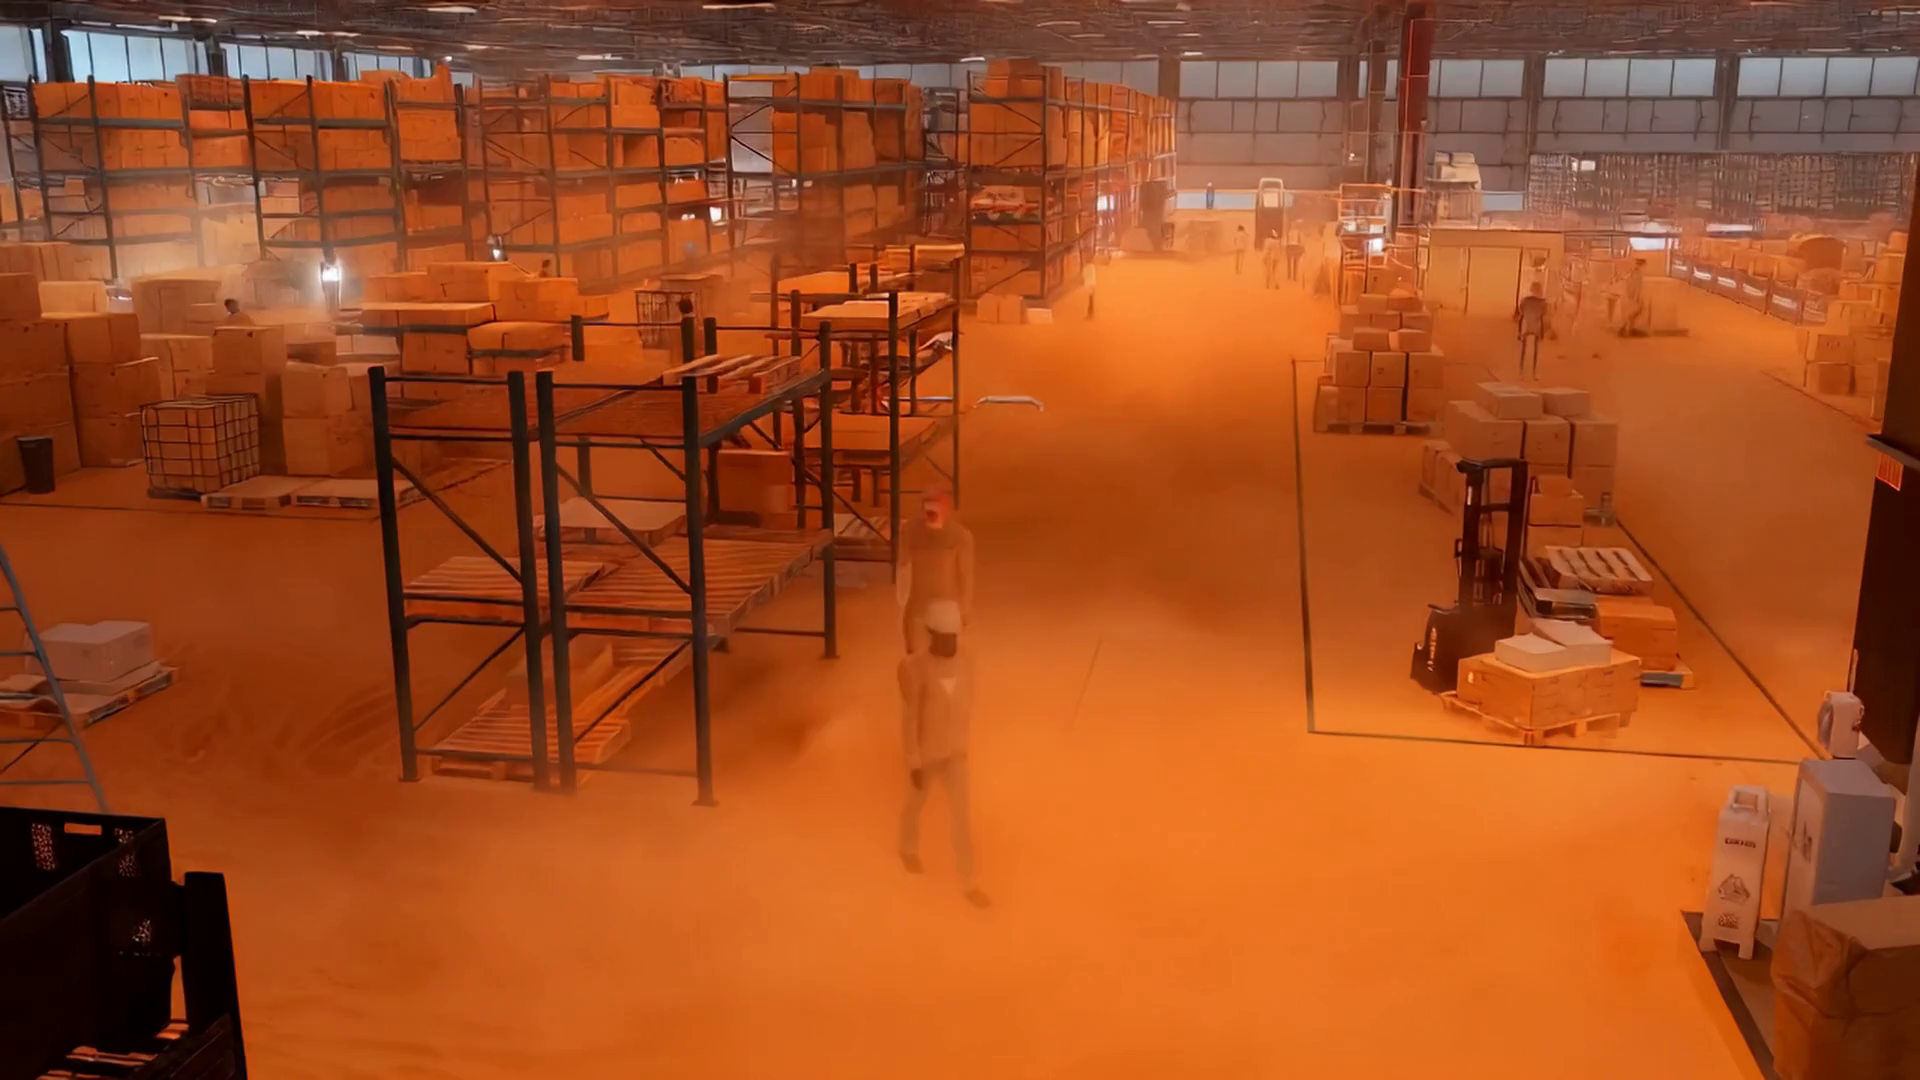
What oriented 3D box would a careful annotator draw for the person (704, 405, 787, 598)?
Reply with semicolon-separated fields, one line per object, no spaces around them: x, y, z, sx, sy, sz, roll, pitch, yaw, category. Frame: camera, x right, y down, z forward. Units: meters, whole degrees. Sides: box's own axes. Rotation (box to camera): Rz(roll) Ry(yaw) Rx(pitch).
-2.289;-0.424;16.655;1.040;2.000;0.687;8;16;30;person

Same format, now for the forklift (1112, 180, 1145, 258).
6.082;-11.722;60.796;1.873;2.768;1.129;2;14;9;forklift

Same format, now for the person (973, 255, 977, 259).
0.810;-10.991;60.483;0.836;1.601;0.512;6;15;23;person

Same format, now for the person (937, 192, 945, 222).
-0.994;-17.172;85.123;0.416;1.821;0.606;3;14;14;person

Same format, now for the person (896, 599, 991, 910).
-0.128;1.260;10.170;0.585;1.873;1.015;-7;15;-26;person

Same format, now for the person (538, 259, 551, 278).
-9.867;-5.925;39.874;0.641;1.614;0.512;-10;17;-36;person

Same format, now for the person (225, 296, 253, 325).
-12.022;-3.136;27.916;0.507;1.920;0.652;2;14;7;person

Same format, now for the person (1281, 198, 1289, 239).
14.063;-13.978;72.340;0.535;1.730;0.872;-2;14;-7;person

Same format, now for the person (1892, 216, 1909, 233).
30.968;-9.712;54.721;0.653;1.871;0.959;4;14;17;person

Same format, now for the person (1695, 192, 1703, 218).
35.830;-16.056;80.667;0.941;1.786;0.588;1;14;3;person

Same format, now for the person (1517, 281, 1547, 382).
10.683;-3.892;31.074;0.524;1.876;0.325;6;15;23;person

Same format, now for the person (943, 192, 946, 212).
-0.666;-19.146;93.150;0.681;1.810;0.676;-8;16;-28;person

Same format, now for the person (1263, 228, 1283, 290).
9.281;-8.357;49.389;0.593;1.795;0.908;0;14;0;person

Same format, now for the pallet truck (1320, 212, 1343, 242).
15.874;-13.227;70.310;0.680;1.201;1.601;10;17;35;pallet truck

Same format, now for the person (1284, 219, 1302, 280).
10.446;-9.088;52.097;0.556;1.920;0.808;1;14;4;person

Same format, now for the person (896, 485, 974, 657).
-0.195;0.497;13.141;0.646;1.929;0.536;5;15;19;person

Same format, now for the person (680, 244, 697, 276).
-6.464;-6.182;40.212;0.978;1.963;0.602;-4;14;-15;person

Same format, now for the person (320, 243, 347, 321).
-15.451;-6.369;41.068;0.587;1.911;0.397;-8;16;-28;person

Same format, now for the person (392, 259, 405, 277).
-13.087;-5.735;38.933;0.319;1.692;0.533;-5;15;-18;person

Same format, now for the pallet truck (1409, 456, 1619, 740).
4.504;0.400;13.395;0.823;1.965;1.885;-6;15;-23;pallet truck

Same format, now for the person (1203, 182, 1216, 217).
13.608;-18.460;90.159;0.613;1.910;0.973;-12;18;-40;person

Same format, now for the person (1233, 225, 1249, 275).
9.177;-9.479;54.313;0.499;1.603;0.763;1;14;5;person

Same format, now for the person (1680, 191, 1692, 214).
35.741;-16.387;81.922;0.583;1.819;0.547;-1;14;-5;person

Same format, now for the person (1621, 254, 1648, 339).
15.223;-5.458;37.351;0.628;1.911;0.559;3;14;13;person

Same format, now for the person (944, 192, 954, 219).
-0.588;-17.877;88.115;0.564;1.747;0.339;2;14;10;person

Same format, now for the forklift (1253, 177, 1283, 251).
12.083;-12.747;64.956;1.129;2.768;1.873;3;14;10;forklift

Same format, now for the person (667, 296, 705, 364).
-4.583;-3.118;27.841;0.639;1.924;0.743;1;14;5;person

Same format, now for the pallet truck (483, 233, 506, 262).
-11.832;-7.026;43.548;1.885;1.965;0.823;8;16;28;pallet truck

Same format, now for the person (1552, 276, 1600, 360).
12.726;-4.543;34.046;0.917;1.718;0.538;4;14;15;person

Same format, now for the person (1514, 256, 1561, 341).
12.968;-5.389;37.117;0.942;1.911;0.552;7;15;25;person

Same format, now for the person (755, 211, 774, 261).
-6.895;-10.989;60.064;0.961;1.796;0.624;4;14;15;person

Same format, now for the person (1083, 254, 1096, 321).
3.207;-6.240;41.086;0.306;1.643;0.521;0;14;2;person

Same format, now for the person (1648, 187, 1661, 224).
33.349;-15.941;79.789;0.646;1.980;0.472;-3;14;-13;person

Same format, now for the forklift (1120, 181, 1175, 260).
6.804;-11.585;60.240;1.873;2.768;1.129;-1;14;-3;forklift
